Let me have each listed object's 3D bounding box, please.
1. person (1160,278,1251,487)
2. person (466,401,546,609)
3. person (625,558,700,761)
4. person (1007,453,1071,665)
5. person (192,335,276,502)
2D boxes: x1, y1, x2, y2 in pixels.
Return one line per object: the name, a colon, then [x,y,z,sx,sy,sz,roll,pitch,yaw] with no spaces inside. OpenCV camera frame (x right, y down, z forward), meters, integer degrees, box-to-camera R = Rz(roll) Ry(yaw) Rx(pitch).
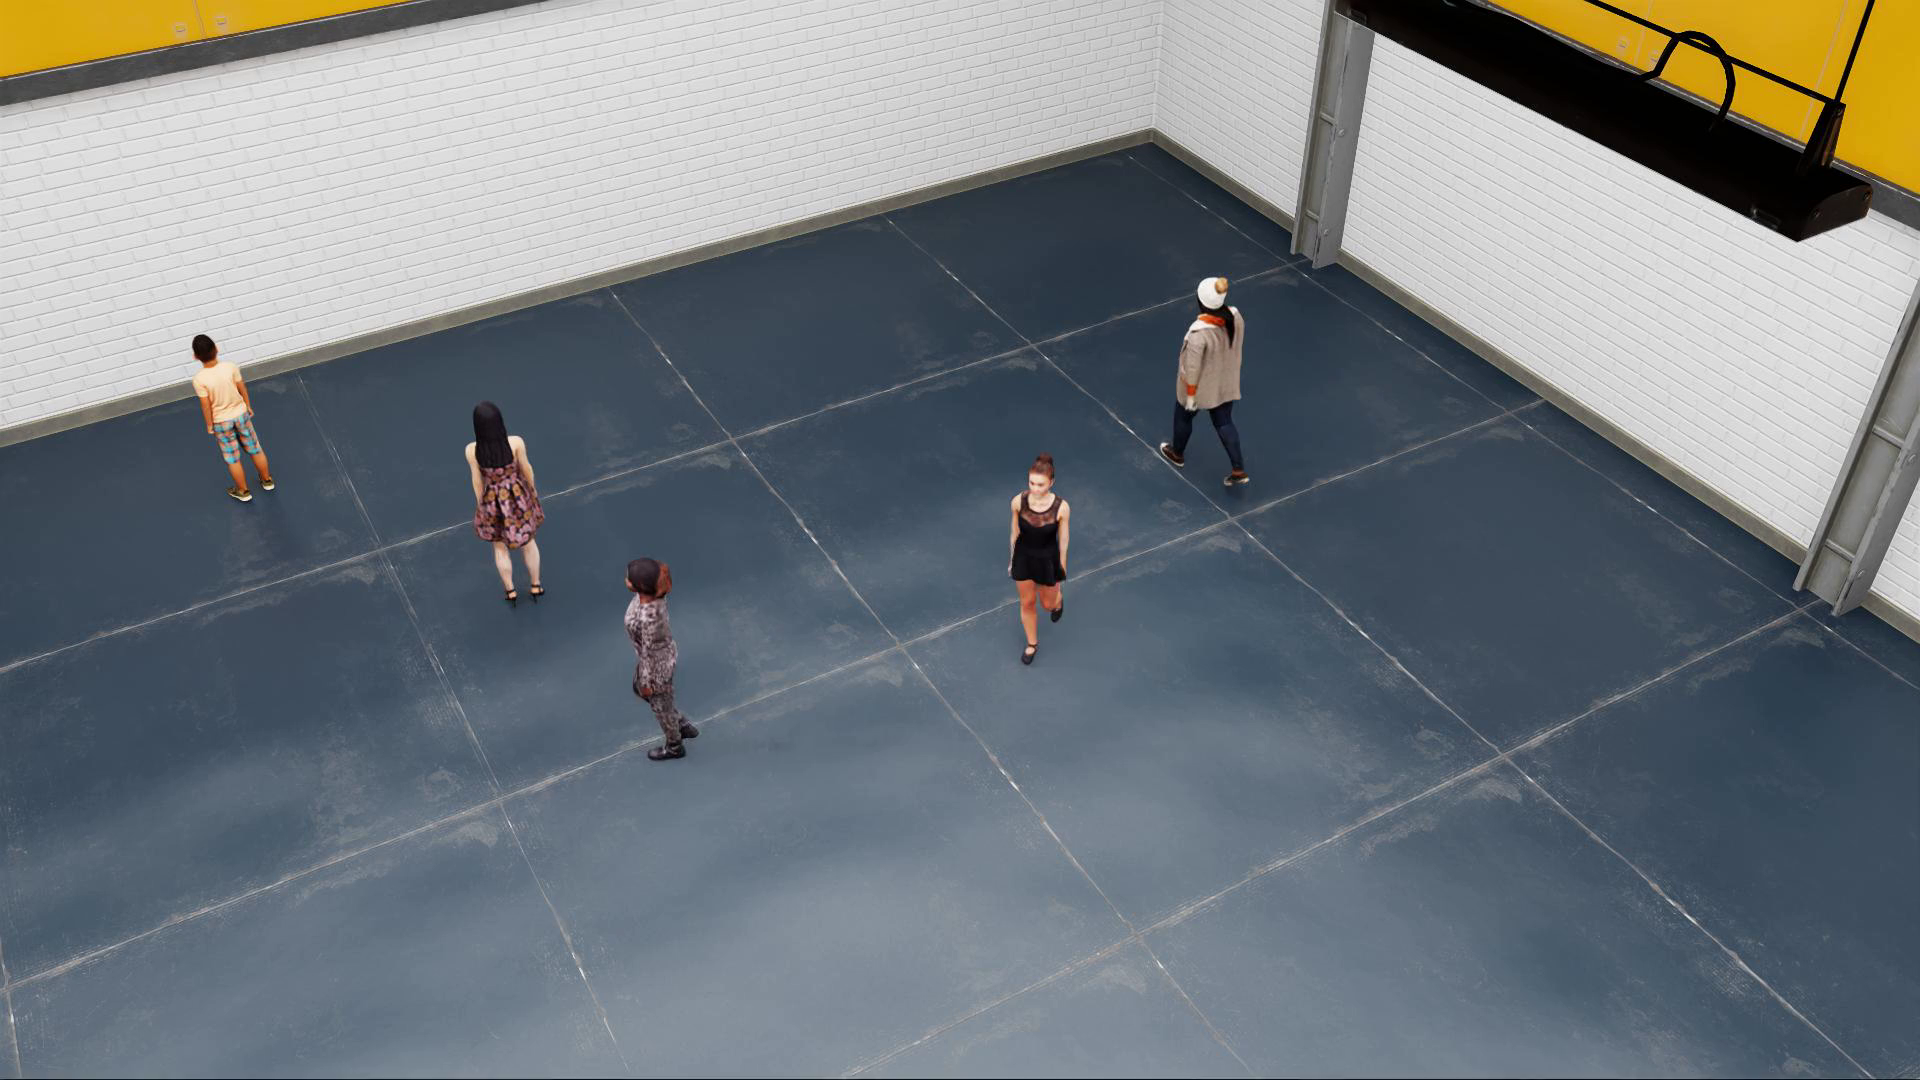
person: [2.023,-1.234,13.088,0.671,1.865,1.113,-19,42,-22]
person: [-3.234,-0.243,11.919,0.711,1.774,0.718,-12,40,-15]
person: [-1.863,0.788,10.683,0.764,1.707,0.694,-2,39,-2]
person: [0.565,0.091,11.591,0.846,1.663,0.893,12,40,14]
person: [-5.744,-0.969,13.080,0.562,1.461,0.575,32,48,33]
